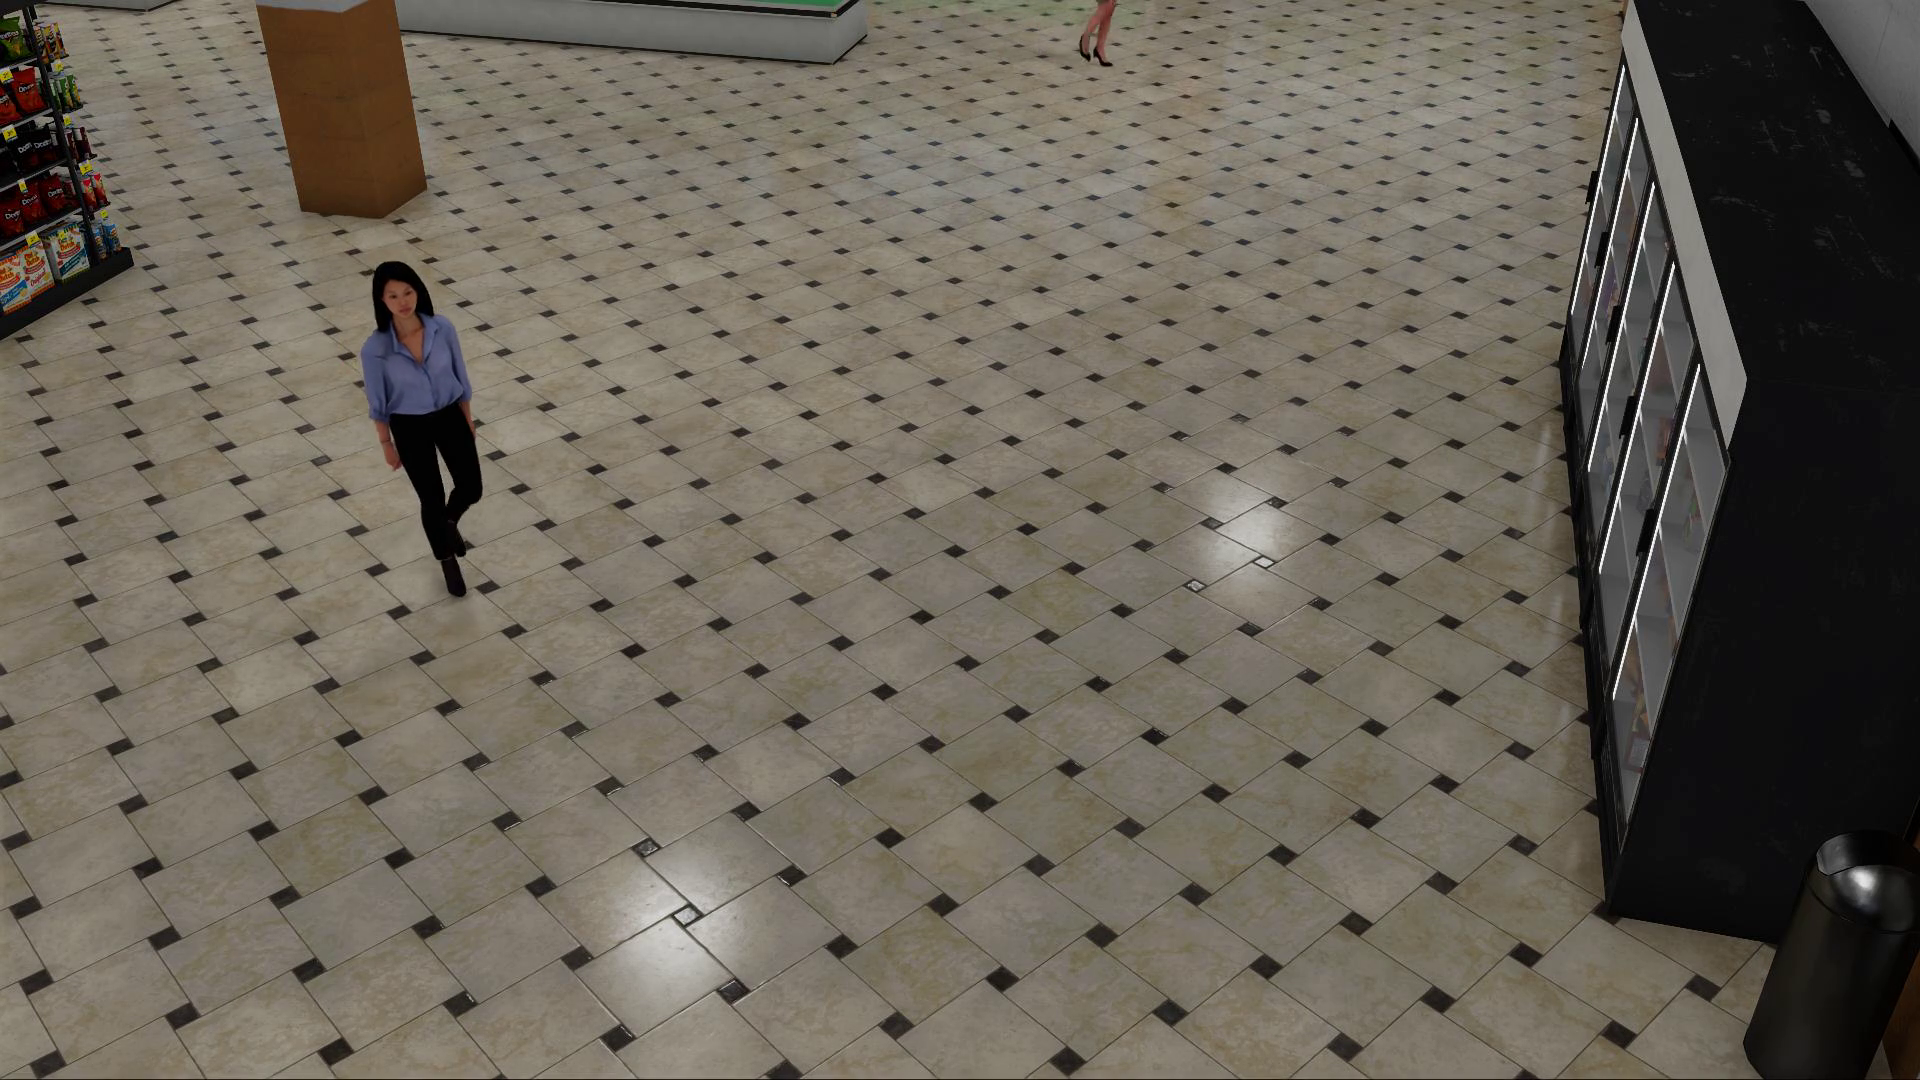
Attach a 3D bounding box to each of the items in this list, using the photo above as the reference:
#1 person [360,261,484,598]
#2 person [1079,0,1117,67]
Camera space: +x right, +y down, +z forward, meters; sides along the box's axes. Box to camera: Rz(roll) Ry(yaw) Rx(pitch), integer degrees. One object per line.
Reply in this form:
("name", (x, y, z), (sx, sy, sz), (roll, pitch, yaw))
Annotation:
("person", (-2.571, -0.541, 7.990), (0.829, 1.731, 0.887), (-19, 37, -28))
("person", (1.316, -5.374, 15.754), (0.770, 1.735, 0.725), (25, 40, 34))
